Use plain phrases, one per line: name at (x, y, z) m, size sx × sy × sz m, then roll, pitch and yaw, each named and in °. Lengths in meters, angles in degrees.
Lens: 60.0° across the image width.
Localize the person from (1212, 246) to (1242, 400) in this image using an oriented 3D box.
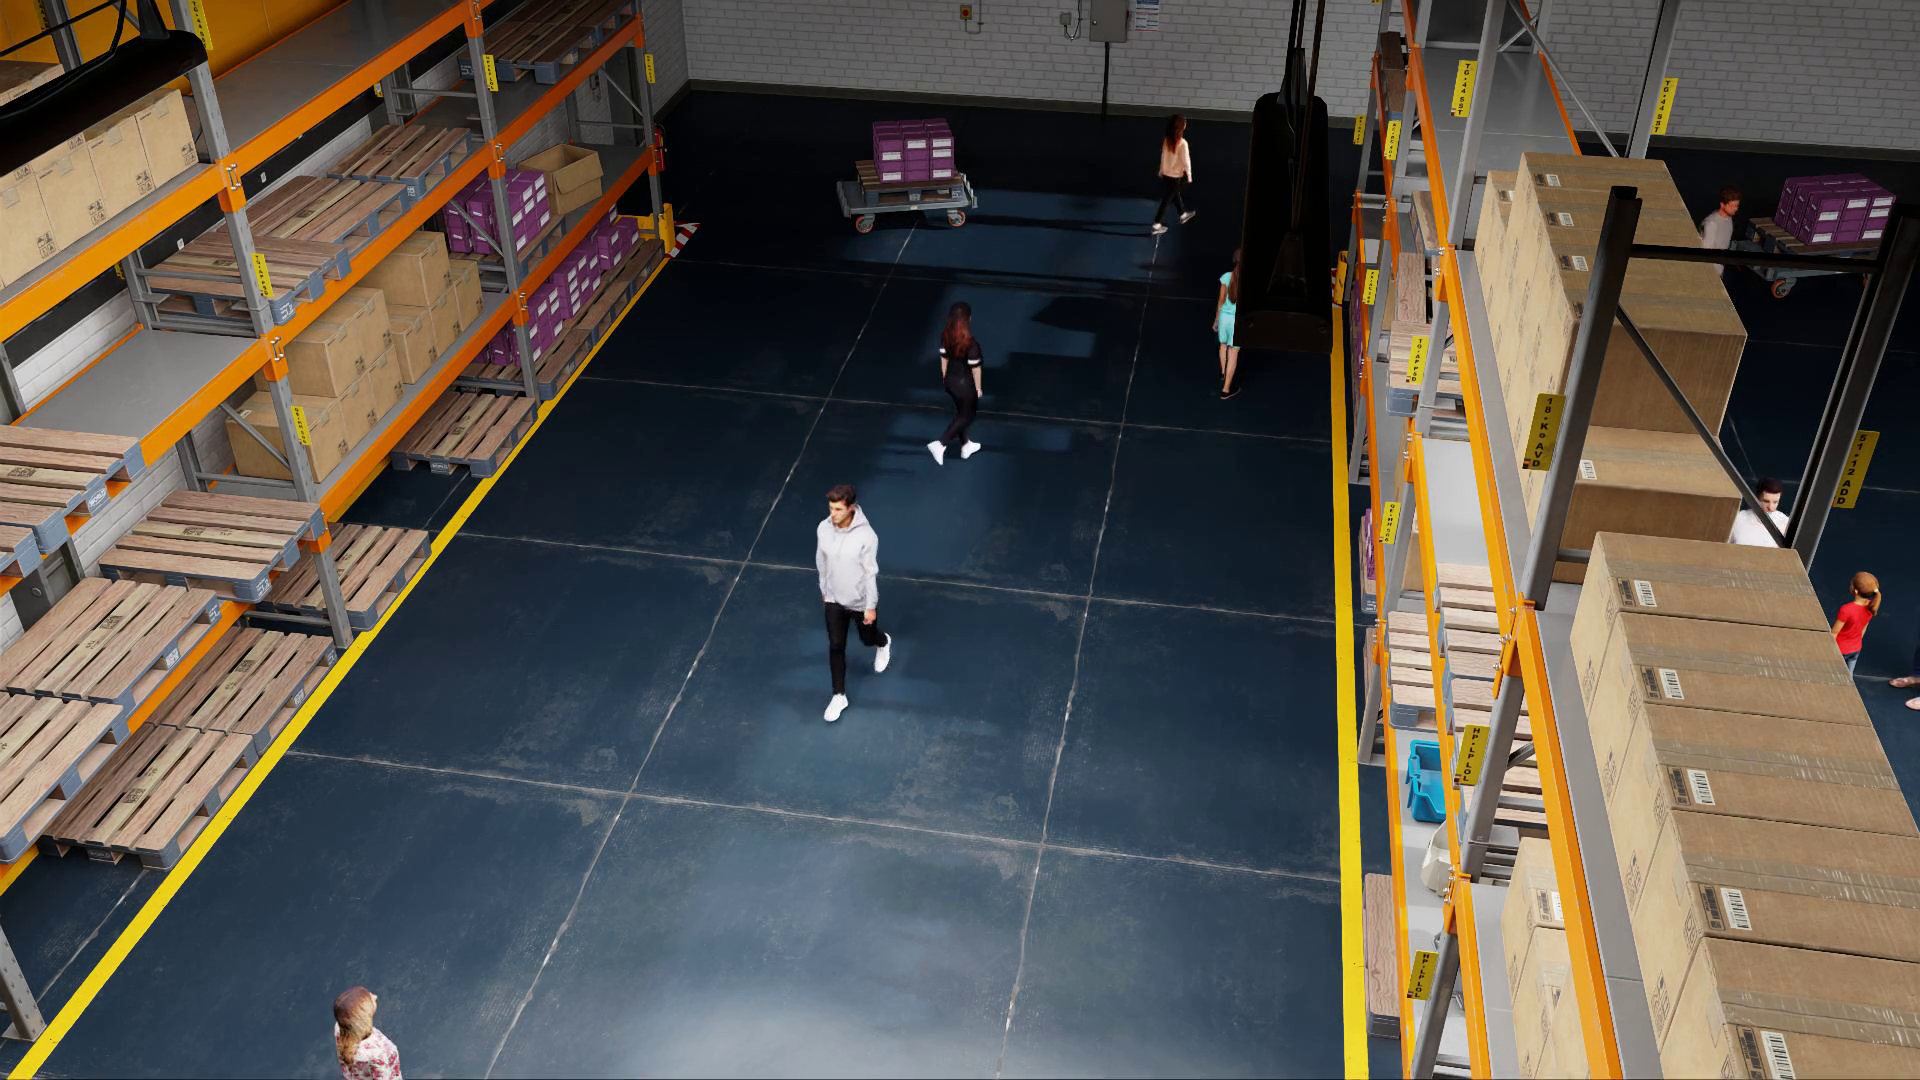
person at (2.712, -2.159, 16.602) m, size 0.678 × 1.534 × 0.912 m, roll 16°, pitch 37°, yaw 22°

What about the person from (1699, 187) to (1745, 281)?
person at (7.646, -2.794, 17.256) m, size 1.114 × 1.869 × 1.128 m, roll 27°, pitch 42°, yaw 34°

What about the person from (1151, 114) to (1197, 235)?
person at (2.517, -4.379, 20.025) m, size 1.000 × 1.442 × 0.979 m, roll -18°, pitch 37°, yaw -24°

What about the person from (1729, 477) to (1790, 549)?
person at (5.911, 0.287, 12.642) m, size 0.692 × 1.845 × 0.660 m, roll 9°, pitch 35°, yaw 13°

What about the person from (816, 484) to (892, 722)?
person at (-0.773, 0.379, 12.450) m, size 0.774 × 1.904 × 1.203 m, roll 11°, pitch 35°, yaw 15°

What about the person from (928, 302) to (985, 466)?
person at (-0.030, -1.412, 15.397) m, size 0.908 × 1.624 × 1.034 m, roll 28°, pitch 43°, yaw 35°

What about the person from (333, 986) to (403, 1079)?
person at (-3.135, 2.998, 8.764) m, size 0.708 × 1.623 × 0.792 m, roll 22°, pitch 39°, yaw 29°

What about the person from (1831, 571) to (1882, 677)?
person at (6.573, 0.809, 12.342) m, size 0.543 × 1.308 × 0.578 m, roll -11°, pitch 35°, yaw -15°
